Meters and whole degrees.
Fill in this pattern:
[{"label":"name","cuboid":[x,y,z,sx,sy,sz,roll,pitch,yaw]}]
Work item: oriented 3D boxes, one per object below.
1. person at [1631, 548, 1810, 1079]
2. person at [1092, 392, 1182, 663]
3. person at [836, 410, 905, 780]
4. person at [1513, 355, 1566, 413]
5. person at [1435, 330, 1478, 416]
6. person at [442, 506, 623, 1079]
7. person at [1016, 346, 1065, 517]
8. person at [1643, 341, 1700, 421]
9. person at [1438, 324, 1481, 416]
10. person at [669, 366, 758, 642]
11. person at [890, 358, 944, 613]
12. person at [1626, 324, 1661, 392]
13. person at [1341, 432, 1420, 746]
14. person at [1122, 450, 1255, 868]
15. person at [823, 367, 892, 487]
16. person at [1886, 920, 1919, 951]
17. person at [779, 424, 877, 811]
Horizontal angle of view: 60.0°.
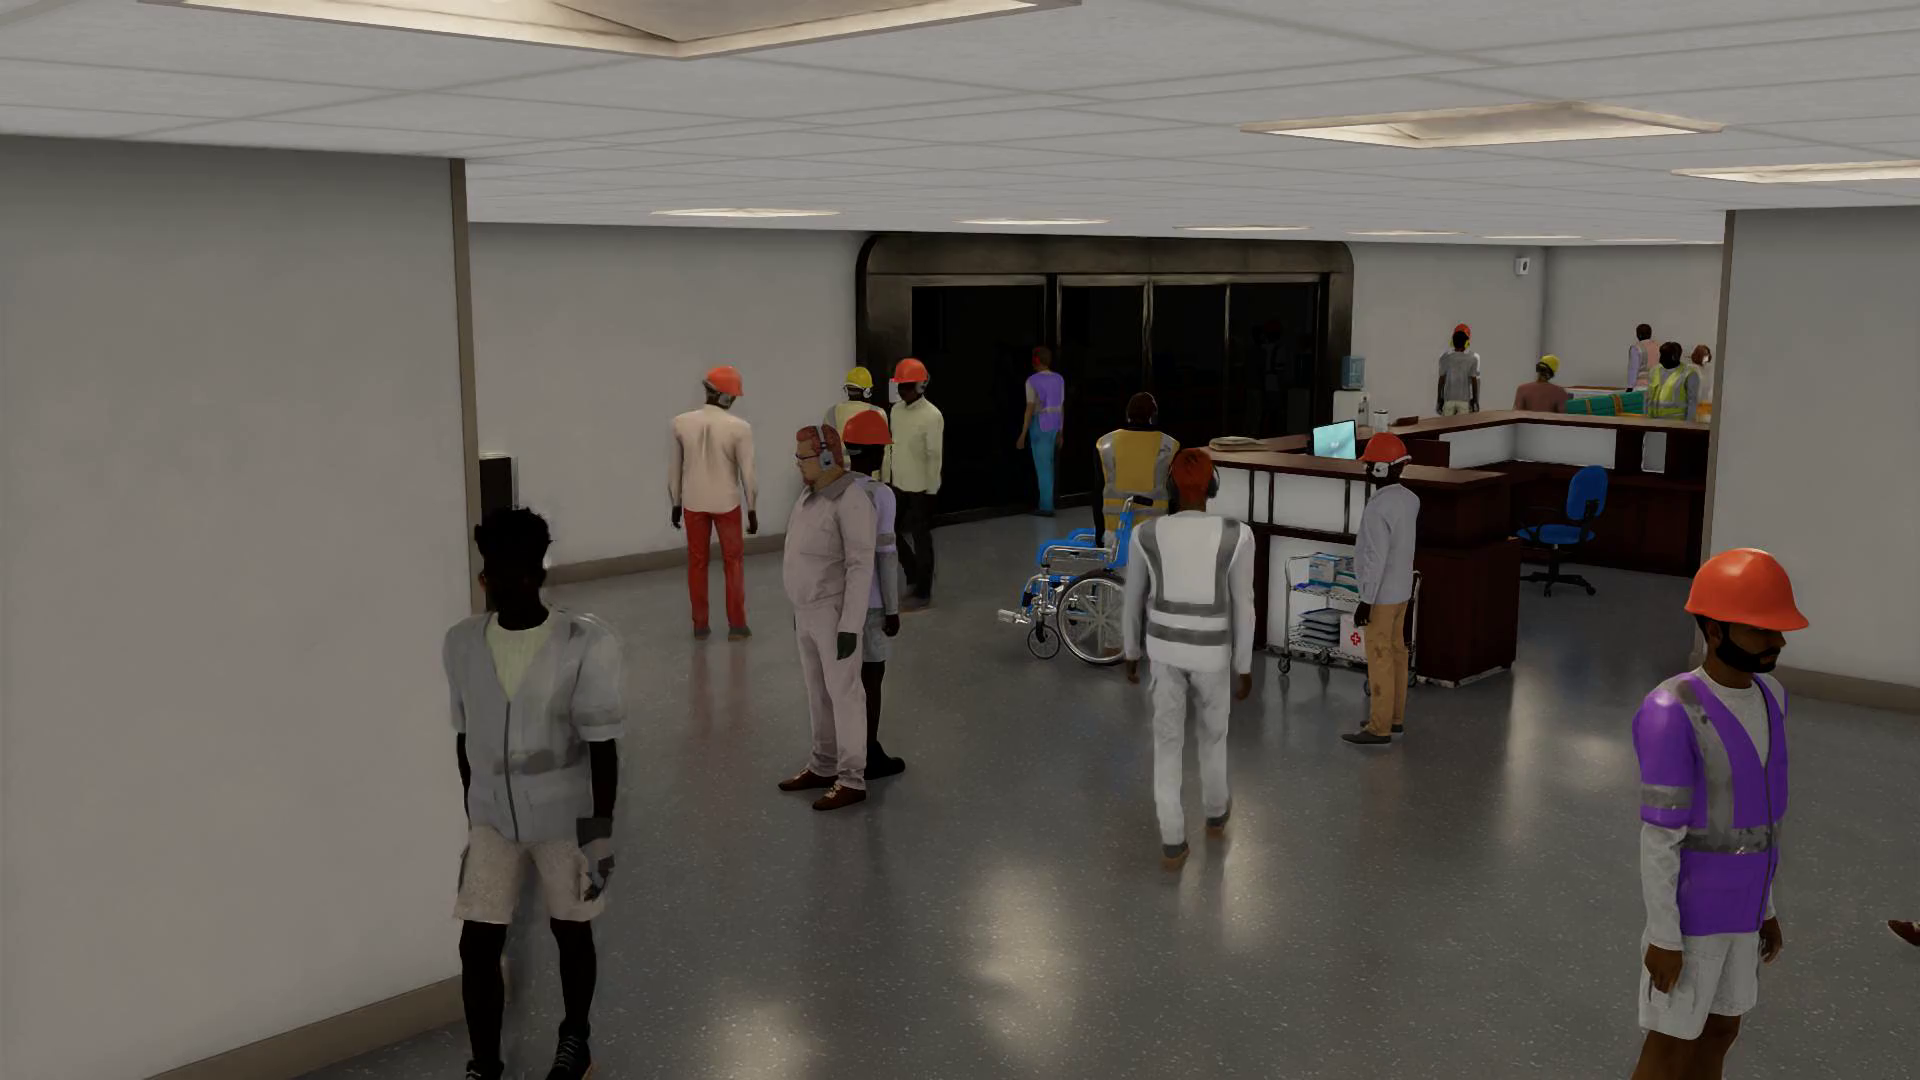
[{"label":"person","cuboid":[2.020,0.976,4.437,0.545,1.938,0.359,-7,11,-35]},{"label":"person","cuboid":[1.207,-0.080,11.249,0.631,1.835,0.429,2,10,14]},{"label":"person","cuboid":[-0.503,0.285,8.717,0.380,1.931,0.545,-9,13,-43]},{"label":"person","cuboid":[6.232,-1.144,18.083,0.649,1.730,0.424,2,10,13]},{"label":"person","cuboid":[6.454,-1.787,21.598,0.533,1.868,0.310,4,10,22]},{"label":"person","cuboid":[-1.325,0.872,5.050,0.628,1.935,0.795,1,9,8]},{"label":"person","cuboid":[0.889,-1.169,17.912,0.428,1.841,0.580,8,12,40]},{"label":"person","cuboid":[8.034,-1.332,18.899,0.430,1.840,0.626,-6,11,-33]},{"label":"person","cuboid":[6.552,-1.861,21.823,0.552,1.942,0.342,6,11,33]},{"label":"person","cuboid":[-1.755,-0.242,11.868,0.657,1.964,0.376,1,9,8]},{"label":"person","cuboid":[-0.369,-0.417,12.841,0.441,1.977,0.655,-8,12,-39]},{"label":"person","cuboid":[10.252,-2.329,25.016,0.625,1.839,0.430,-5,11,-29]},{"label":"person","cuboid":[2.352,0.273,9.307,0.326,1.752,0.560,6,11,33]},{"label":"person","cuboid":[1.046,0.504,7.575,0.605,1.850,0.808,2,10,15]},{"label":"person","cuboid":[-0.857,-0.555,14.146,0.601,1.830,0.404,3,10,17]},{"label":"person","cuboid":[4.049,0.734,6.251,0.917,1.828,0.495,4,10,22]},{"label":"person","cuboid":[-0.676,0.374,8.247,0.406,1.902,0.636,-5,11,-30]}]
